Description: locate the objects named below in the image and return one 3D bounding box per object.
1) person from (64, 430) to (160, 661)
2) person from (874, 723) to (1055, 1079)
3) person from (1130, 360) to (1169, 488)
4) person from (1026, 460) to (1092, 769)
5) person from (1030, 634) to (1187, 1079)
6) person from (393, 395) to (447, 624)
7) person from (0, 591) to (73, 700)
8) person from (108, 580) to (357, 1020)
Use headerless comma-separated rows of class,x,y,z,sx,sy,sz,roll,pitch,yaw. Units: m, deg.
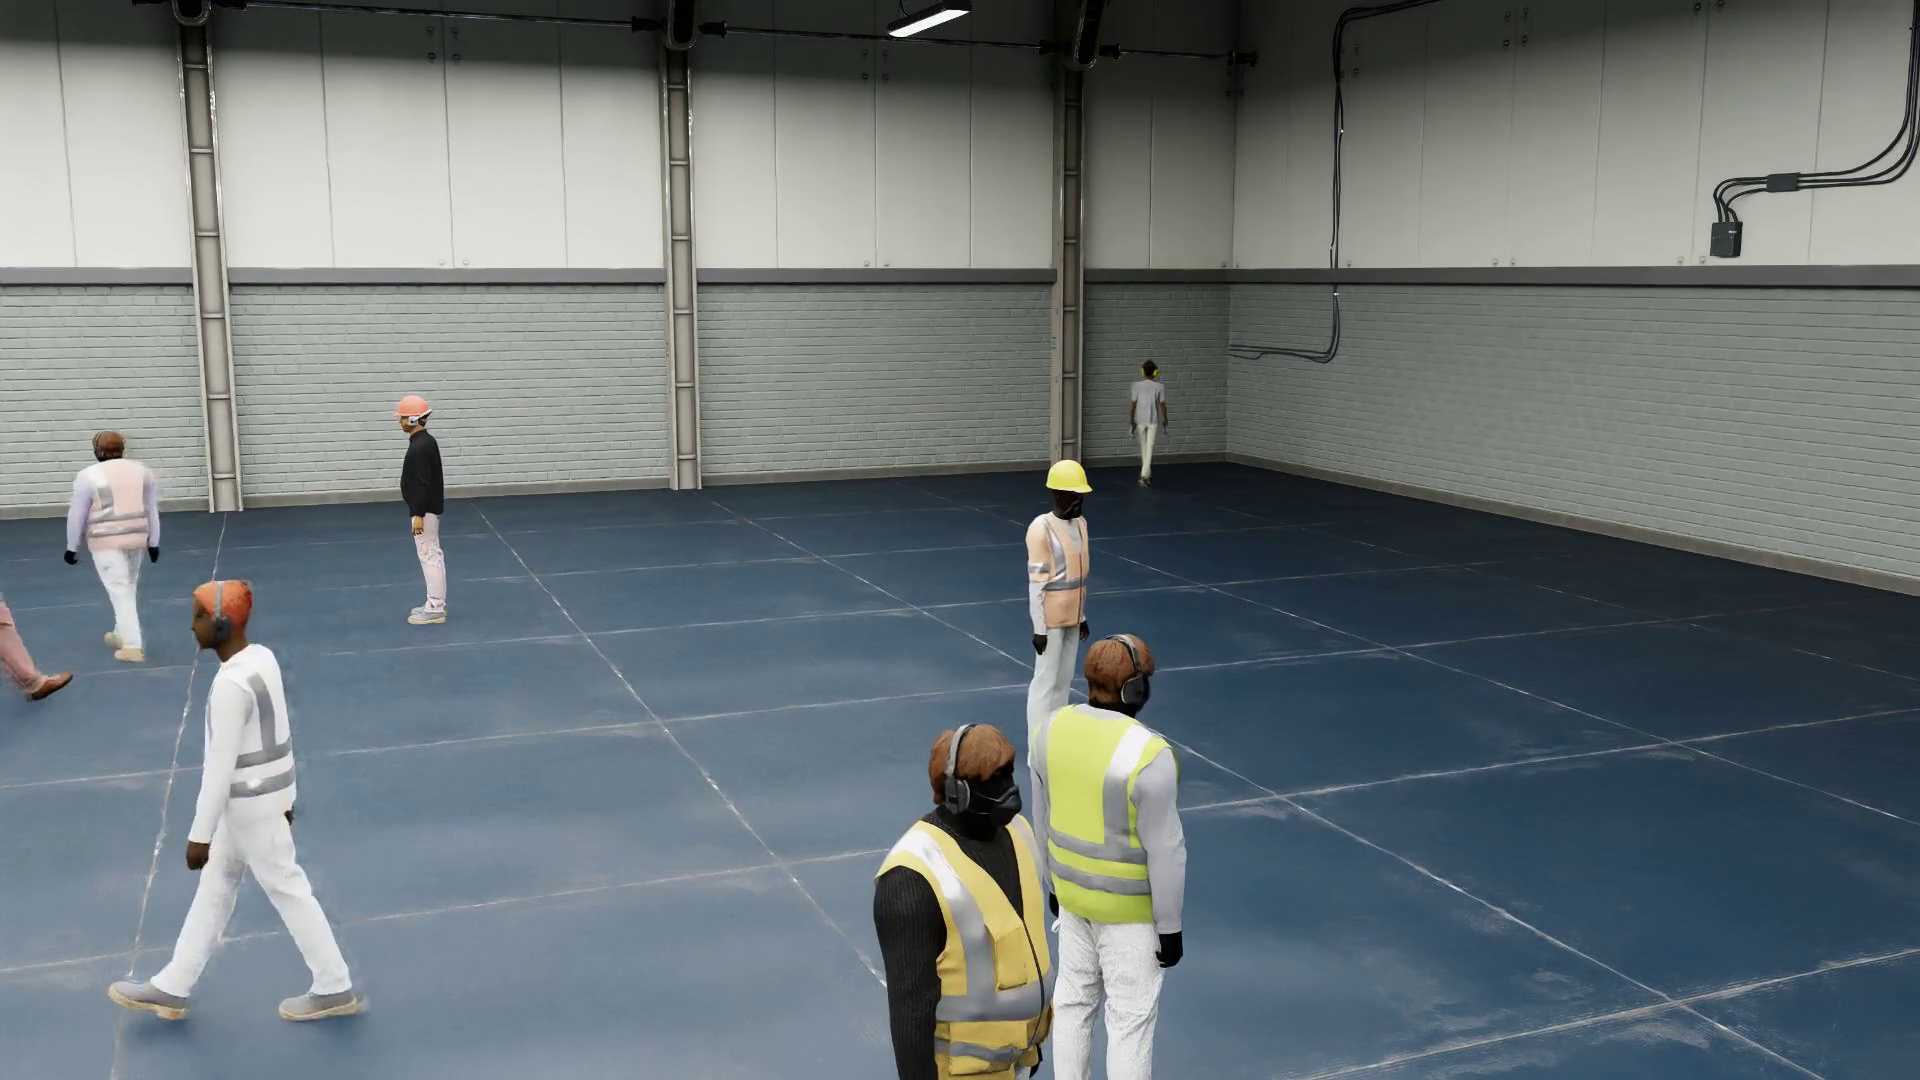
person,-6.770,0.040,13.211,0.859,1.808,0.649,5,10,28
person,0.041,1.401,4.539,0.429,1.846,0.625,6,11,31
person,2.710,-1.672,23.917,0.537,1.827,0.981,4,10,22
person,0.627,0.465,10.151,0.386,1.926,0.591,6,11,33
person,0.529,1.224,5.660,0.429,1.840,0.635,-8,12,-40
person,-4.706,-0.266,14.525,0.396,1.993,0.617,-2,9,-10
person,-6.805,0.268,11.583,0.673,1.855,0.960,7,11,36
person,-2.929,1.069,6.648,0.969,1.829,0.606,-2,9,-14
